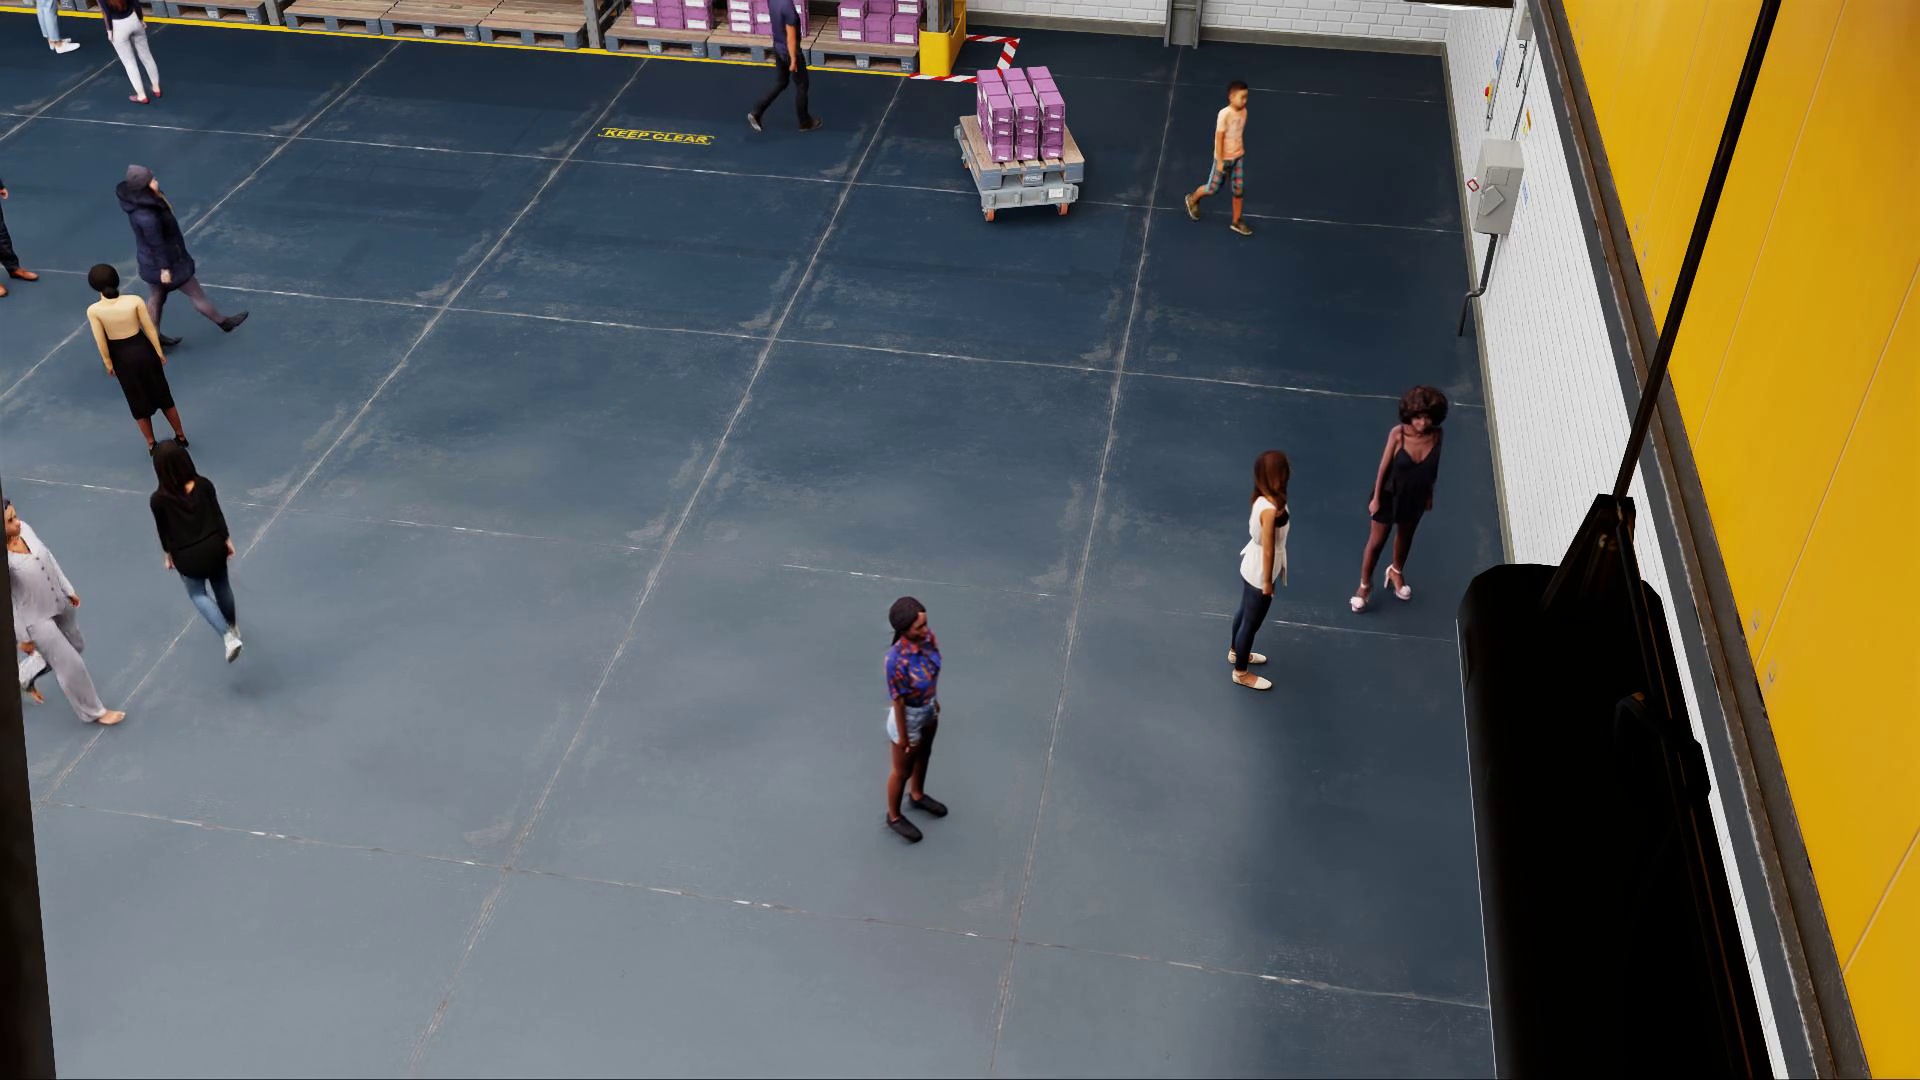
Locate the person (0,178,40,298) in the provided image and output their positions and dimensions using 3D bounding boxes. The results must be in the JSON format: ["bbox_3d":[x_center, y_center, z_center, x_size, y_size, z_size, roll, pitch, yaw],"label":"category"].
[{"bbox_3d":[-8.619,-3.043,14.531,0.720,1.797,0.759,20,43,24],"label":"person"}]

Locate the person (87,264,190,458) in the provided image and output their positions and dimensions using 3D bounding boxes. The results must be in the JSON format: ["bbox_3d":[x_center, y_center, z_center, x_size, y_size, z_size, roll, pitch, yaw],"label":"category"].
[{"bbox_3d":[-6.208,-1.341,12.515,0.653,1.653,0.725,-20,43,-23],"label":"person"}]

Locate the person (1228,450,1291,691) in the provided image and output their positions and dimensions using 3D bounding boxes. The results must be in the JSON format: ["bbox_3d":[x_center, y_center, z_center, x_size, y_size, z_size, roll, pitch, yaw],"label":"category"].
[{"bbox_3d":[1.886,0.172,10.514,0.536,1.786,0.593,4,39,4],"label":"person"}]

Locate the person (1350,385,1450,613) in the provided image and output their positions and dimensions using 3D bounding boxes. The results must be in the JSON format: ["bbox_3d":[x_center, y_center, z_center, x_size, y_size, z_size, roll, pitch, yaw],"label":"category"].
[{"bbox_3d":[2.953,-0.302,11.108,0.611,1.785,0.753,-9,39,-11],"label":"person"}]

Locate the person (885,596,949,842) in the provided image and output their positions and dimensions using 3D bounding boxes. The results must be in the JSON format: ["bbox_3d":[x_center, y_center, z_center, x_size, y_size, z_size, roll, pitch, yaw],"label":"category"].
[{"bbox_3d":[-0.274,1.002,9.510,0.622,1.742,0.641,19,42,22],"label":"person"}]

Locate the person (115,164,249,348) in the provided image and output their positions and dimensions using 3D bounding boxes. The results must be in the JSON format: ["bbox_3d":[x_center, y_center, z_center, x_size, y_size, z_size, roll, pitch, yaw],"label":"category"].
[{"bbox_3d":[-6.655,-2.286,13.720,1.130,1.626,1.080,-25,45,-28],"label":"person"}]

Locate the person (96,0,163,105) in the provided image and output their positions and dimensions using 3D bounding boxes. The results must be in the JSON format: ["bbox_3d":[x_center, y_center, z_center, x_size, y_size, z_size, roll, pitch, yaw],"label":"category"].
[{"bbox_3d":[-8.896,-5.455,17.703,0.656,1.607,0.673,23,44,26],"label":"person"}]

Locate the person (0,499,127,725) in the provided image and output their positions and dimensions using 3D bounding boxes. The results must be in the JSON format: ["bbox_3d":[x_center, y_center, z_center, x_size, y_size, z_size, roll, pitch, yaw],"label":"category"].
[{"bbox_3d":[-5.737,0.440,10.236,0.995,1.714,0.716,3,39,4],"label":"person"}]

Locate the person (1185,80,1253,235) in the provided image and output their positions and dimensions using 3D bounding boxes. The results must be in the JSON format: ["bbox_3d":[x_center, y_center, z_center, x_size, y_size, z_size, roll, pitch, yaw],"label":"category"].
[{"bbox_3d":[2.440,-3.575,15.483,0.920,1.440,0.991,-24,45,-27],"label":"person"}]

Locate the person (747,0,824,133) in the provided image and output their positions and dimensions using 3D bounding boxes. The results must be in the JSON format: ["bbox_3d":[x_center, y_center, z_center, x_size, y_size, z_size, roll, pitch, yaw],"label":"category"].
[{"bbox_3d":[-1.840,-4.964,16.959,1.118,1.769,1.057,-23,44,-26],"label":"person"}]

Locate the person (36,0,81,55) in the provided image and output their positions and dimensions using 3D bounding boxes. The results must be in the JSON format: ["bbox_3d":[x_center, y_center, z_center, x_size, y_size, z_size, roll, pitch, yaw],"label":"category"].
[{"bbox_3d":[-10.415,-6.378,18.767,0.769,1.722,0.669,-32,48,-34],"label":"person"}]

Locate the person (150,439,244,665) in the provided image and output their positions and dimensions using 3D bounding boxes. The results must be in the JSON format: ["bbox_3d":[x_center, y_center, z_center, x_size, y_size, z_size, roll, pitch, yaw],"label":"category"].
[{"bbox_3d":[-4.886,0.101,10.724,0.853,1.635,0.958,-29,47,-31],"label":"person"}]
